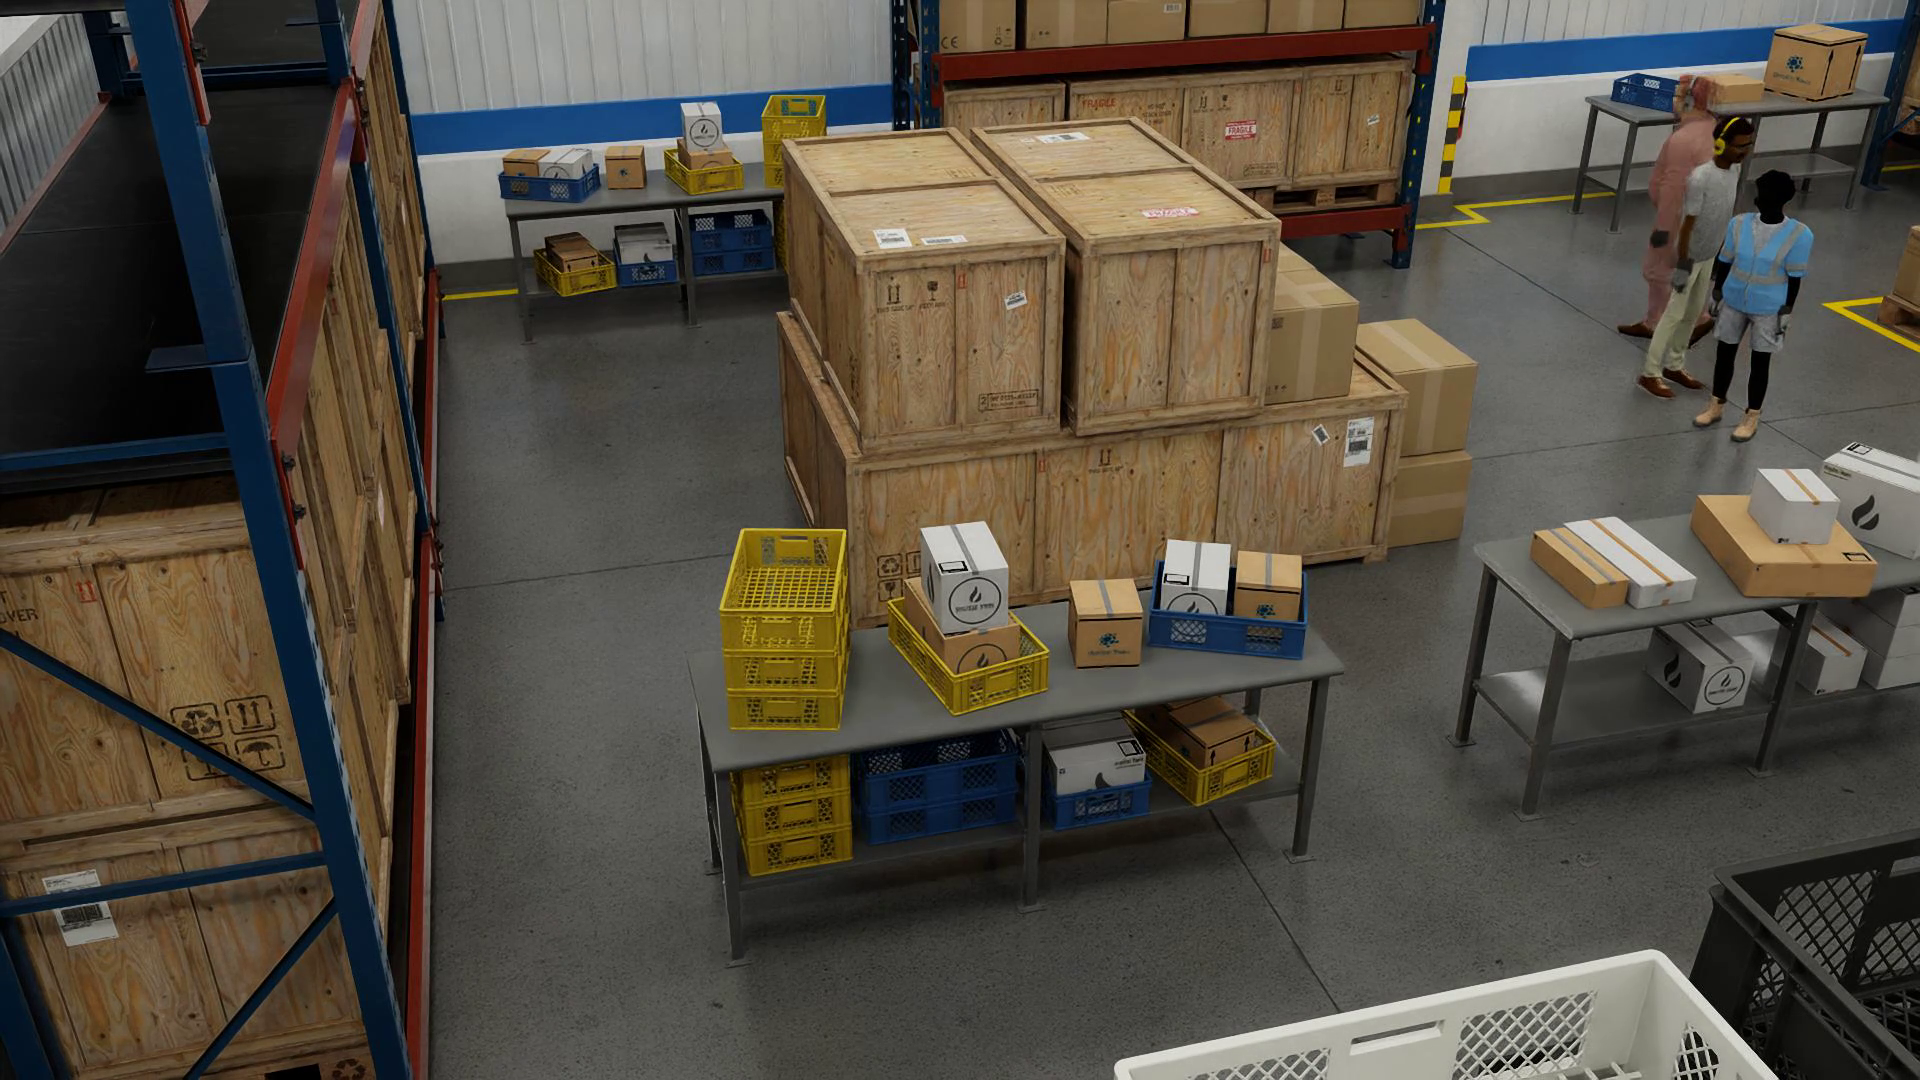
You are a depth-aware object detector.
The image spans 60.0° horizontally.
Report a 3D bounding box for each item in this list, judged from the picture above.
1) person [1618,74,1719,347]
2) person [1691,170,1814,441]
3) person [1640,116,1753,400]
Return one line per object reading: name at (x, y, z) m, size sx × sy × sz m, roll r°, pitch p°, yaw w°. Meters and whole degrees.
person at (5.025, -2.227, 11.458) m, size 0.608 × 1.895 × 0.670 m, roll 20°, pitch 35°, yaw 32°
person at (4.894, -1.457, 10.273) m, size 0.319 × 1.687 × 0.541 m, roll -23°, pitch 36°, yaw -35°
person at (4.789, -1.821, 10.769) m, size 0.514 × 1.856 × 0.328 m, roll -20°, pitch 34°, yaw -31°
